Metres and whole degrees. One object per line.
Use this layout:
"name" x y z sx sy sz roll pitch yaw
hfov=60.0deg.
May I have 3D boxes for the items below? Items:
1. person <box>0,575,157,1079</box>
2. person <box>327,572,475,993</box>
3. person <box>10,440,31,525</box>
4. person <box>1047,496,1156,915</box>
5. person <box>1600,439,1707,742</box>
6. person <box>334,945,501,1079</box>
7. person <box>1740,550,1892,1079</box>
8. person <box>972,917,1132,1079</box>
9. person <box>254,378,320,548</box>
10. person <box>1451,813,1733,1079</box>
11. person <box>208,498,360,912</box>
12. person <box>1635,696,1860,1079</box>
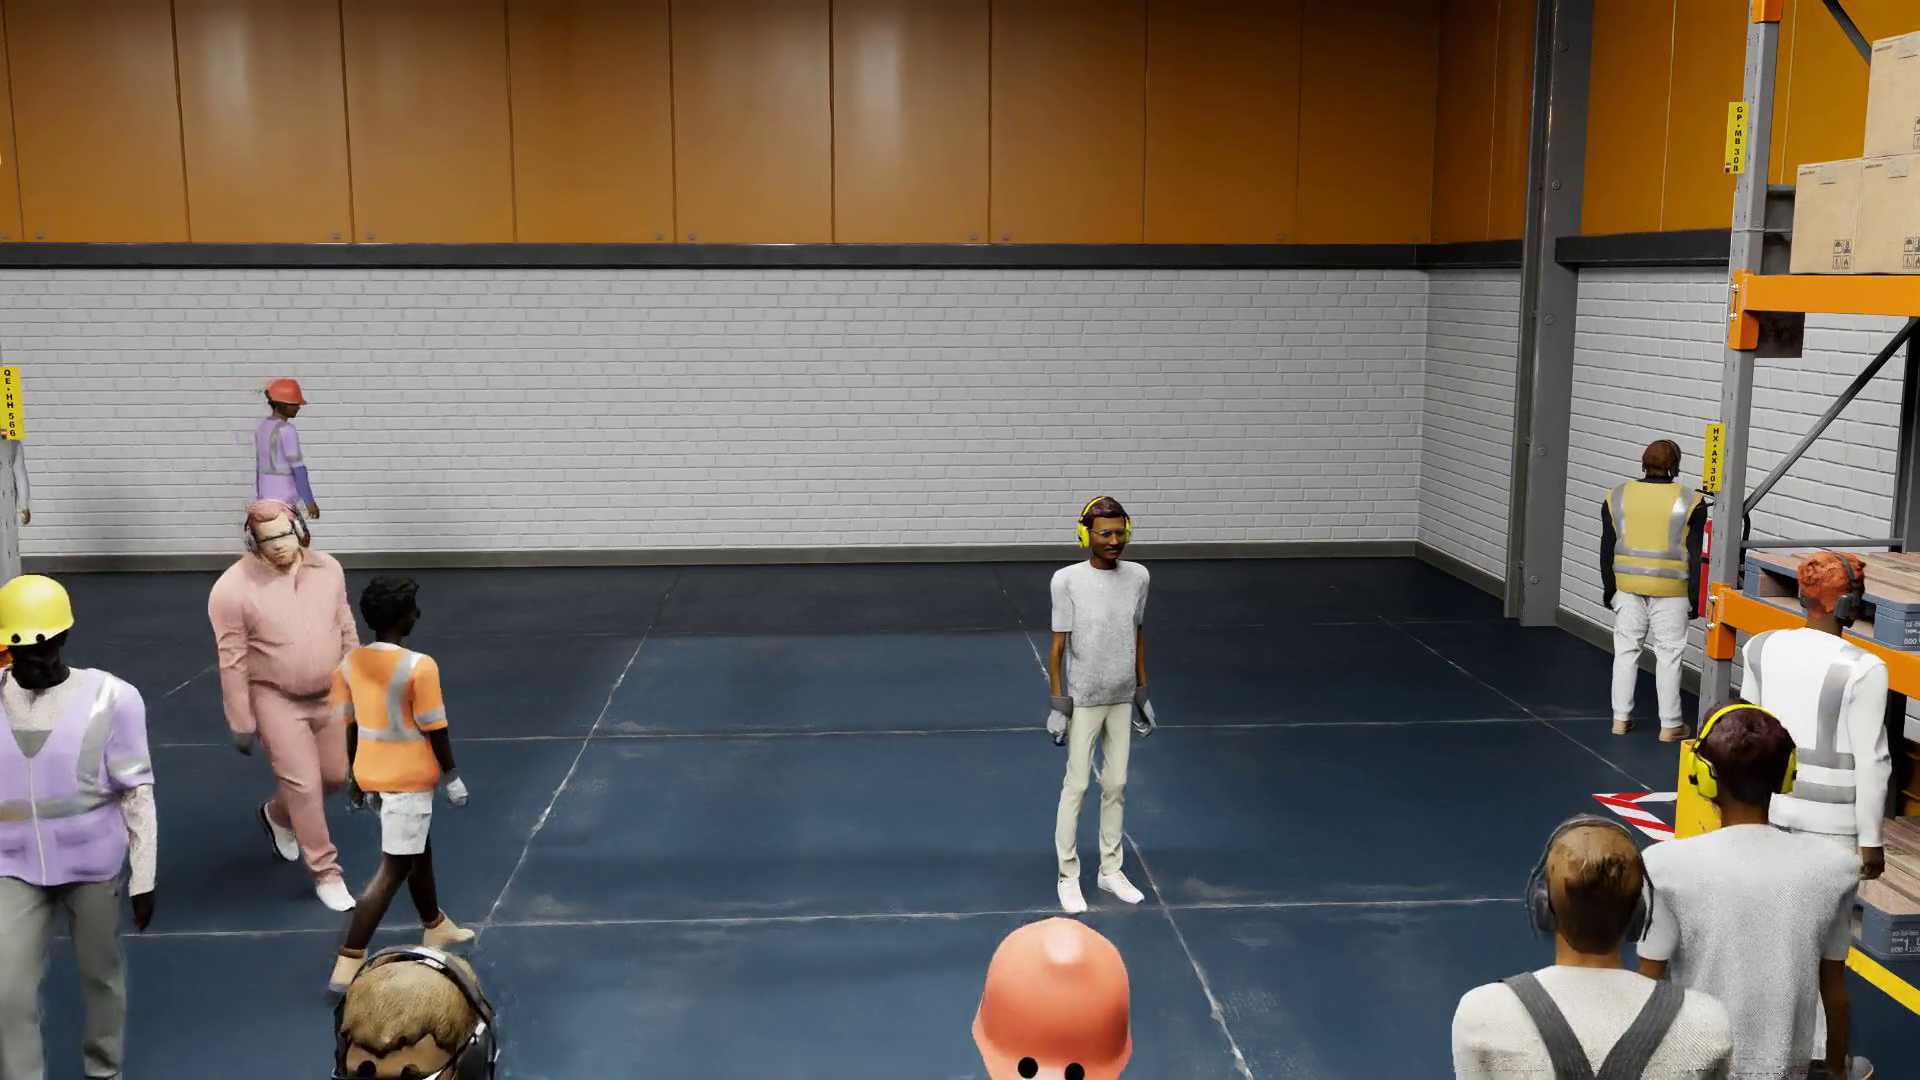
"person" -2.875 1.058 5.245 0.625 1.893 0.834 -2 9 -10
"person" -2.274 0.963 6.661 0.536 1.677 0.795 7 11 37
"person" -8.362 -0.328 14.311 0.617 1.781 0.914 -6 11 -32
"person" 0.639 0.726 7.438 0.536 1.869 0.312 -4 10 -25
"person" 4.241 0.303 10.178 0.624 1.845 0.430 8 12 40
"person" -0.770 1.495 2.609 0.631 1.882 1.040 1 9 8
"person" 2.994 0.970 5.862 0.360 1.883 0.574 -4 10 -22
"person" 0.128 1.469 2.660 0.549 1.915 0.589 1 9 9
"person" -5.791 -0.371 13.994 1.063 1.994 0.599 -8 12 -40
"person" 1.200 1.416 3.239 0.518 1.828 0.499 2 9 14
"person" -3.048 0.716 7.525 0.771 1.866 0.663 6 11 34
"person" 1.835 1.296 3.919 0.538 1.851 0.535 1 9 9
